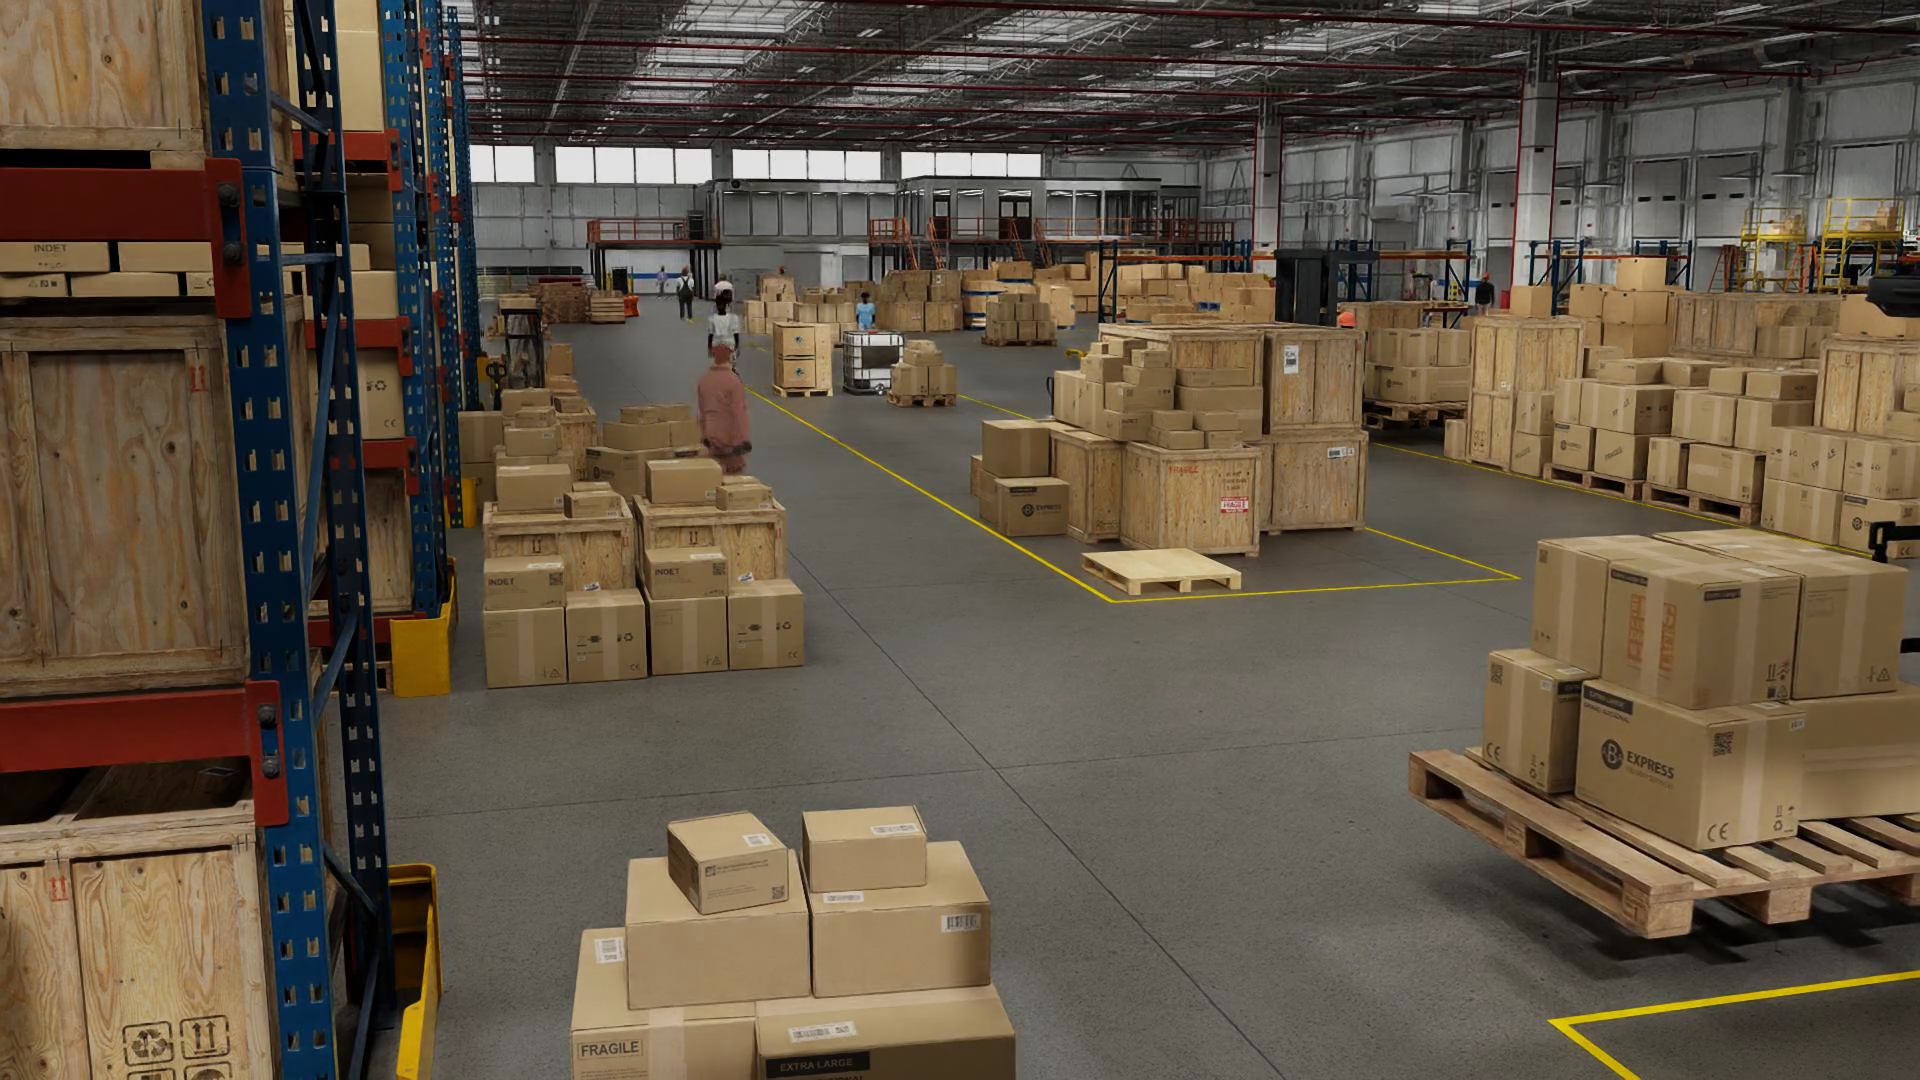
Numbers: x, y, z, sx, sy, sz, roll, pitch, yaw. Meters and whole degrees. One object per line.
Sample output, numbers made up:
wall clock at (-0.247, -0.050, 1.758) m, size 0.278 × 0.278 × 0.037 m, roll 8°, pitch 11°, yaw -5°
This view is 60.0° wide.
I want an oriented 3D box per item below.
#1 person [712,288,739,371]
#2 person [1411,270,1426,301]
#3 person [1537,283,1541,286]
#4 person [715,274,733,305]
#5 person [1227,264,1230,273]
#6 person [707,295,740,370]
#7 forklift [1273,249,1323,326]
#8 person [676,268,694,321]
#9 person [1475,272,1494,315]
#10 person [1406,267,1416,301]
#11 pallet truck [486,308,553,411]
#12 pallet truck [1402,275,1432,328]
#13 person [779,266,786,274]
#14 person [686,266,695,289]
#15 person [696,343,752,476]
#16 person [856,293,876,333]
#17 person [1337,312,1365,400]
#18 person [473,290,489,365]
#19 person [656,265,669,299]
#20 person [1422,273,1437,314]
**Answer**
person at (-5.407, -4.855, 38.408) m, size 0.519 × 1.908 × 0.608 m, roll 3°, pitch 11°, yaw 19°
person at (18.933, -10.185, 68.644) m, size 0.617 × 1.877 × 0.945 m, roll 3°, pitch 10°, yaw 16°
person at (17.635, -6.938, 50.482) m, size 0.540 × 1.824 × 0.990 m, roll -8°, pitch 13°, yaw -38°
person at (-8.239, -8.310, 57.947) m, size 0.643 × 1.919 × 0.566 m, roll 1°, pitch 10°, yaw 7°
person at (15.860, -15.520, 98.801) m, size 0.671 × 1.910 × 0.425 m, roll -7°, pitch 12°, yaw -36°
person at (-4.488, -3.673, 31.604) m, size 0.634 × 1.946 × 0.448 m, roll 2°, pitch 10°, yaw 10°
forklift at (4.855, -2.824, 24.162) m, size 1.873 × 2.768 × 1.129 m, roll -3°, pitch 10°, yaw -15°
person at (-10.641, -9.512, 64.409) m, size 0.689 × 2.000 × 0.537 m, roll -3°, pitch 10°, yaw -16°
person at (17.921, -8.151, 56.887) m, size 0.617 × 1.982 × 0.466 m, roll 3°, pitch 10°, yaw 15°
person at (20.389, -11.279, 74.768) m, size 1.071 × 1.922 × 0.639 m, roll -6°, pitch 12°, yaw -30°
pallet truck at (-6.242, -2.418, 24.362) m, size 0.823 × 1.965 × 1.885 m, roll 1°, pitch 10°, yaw 3°
pallet truck at (14.620, -7.324, 52.145) m, size 0.823 × 1.965 × 1.885 m, roll 8°, pitch 13°, yaw 40°
person at (-8.070, -11.305, 74.663) m, size 0.856 × 2.018 × 0.608 m, roll 5°, pitch 11°, yaw 27°
person at (-13.297, -12.476, 81.561) m, size 0.566 × 1.902 × 0.851 m, roll -5°, pitch 11°, yaw -24°
person at (-2.459, -1.083, 17.143) m, size 0.663 × 1.886 × 0.551 m, roll 9°, pitch 14°, yaw 42°
person at (-2.512, -5.752, 44.227) m, size 0.542 × 1.646 × 0.886 m, roll 1°, pitch 10°, yaw 7°
person at (5.151, -2.053, 22.306) m, size 0.623 × 1.992 × 0.392 m, roll -3°, pitch 10°, yaw -15°
person at (-11.664, -5.074, 39.764) m, size 1.022 × 1.884 × 0.553 m, roll 2°, pitch 10°, yaw 12°
person at (-16.045, -13.915, 89.836) m, size 1.062 × 1.858 × 0.600 m, roll 8°, pitch 13°, yaw 37°
person at (18.089, -9.381, 64.278) m, size 0.648 × 1.820 × 0.542 m, roll 8°, pitch 13°, yaw 40°
